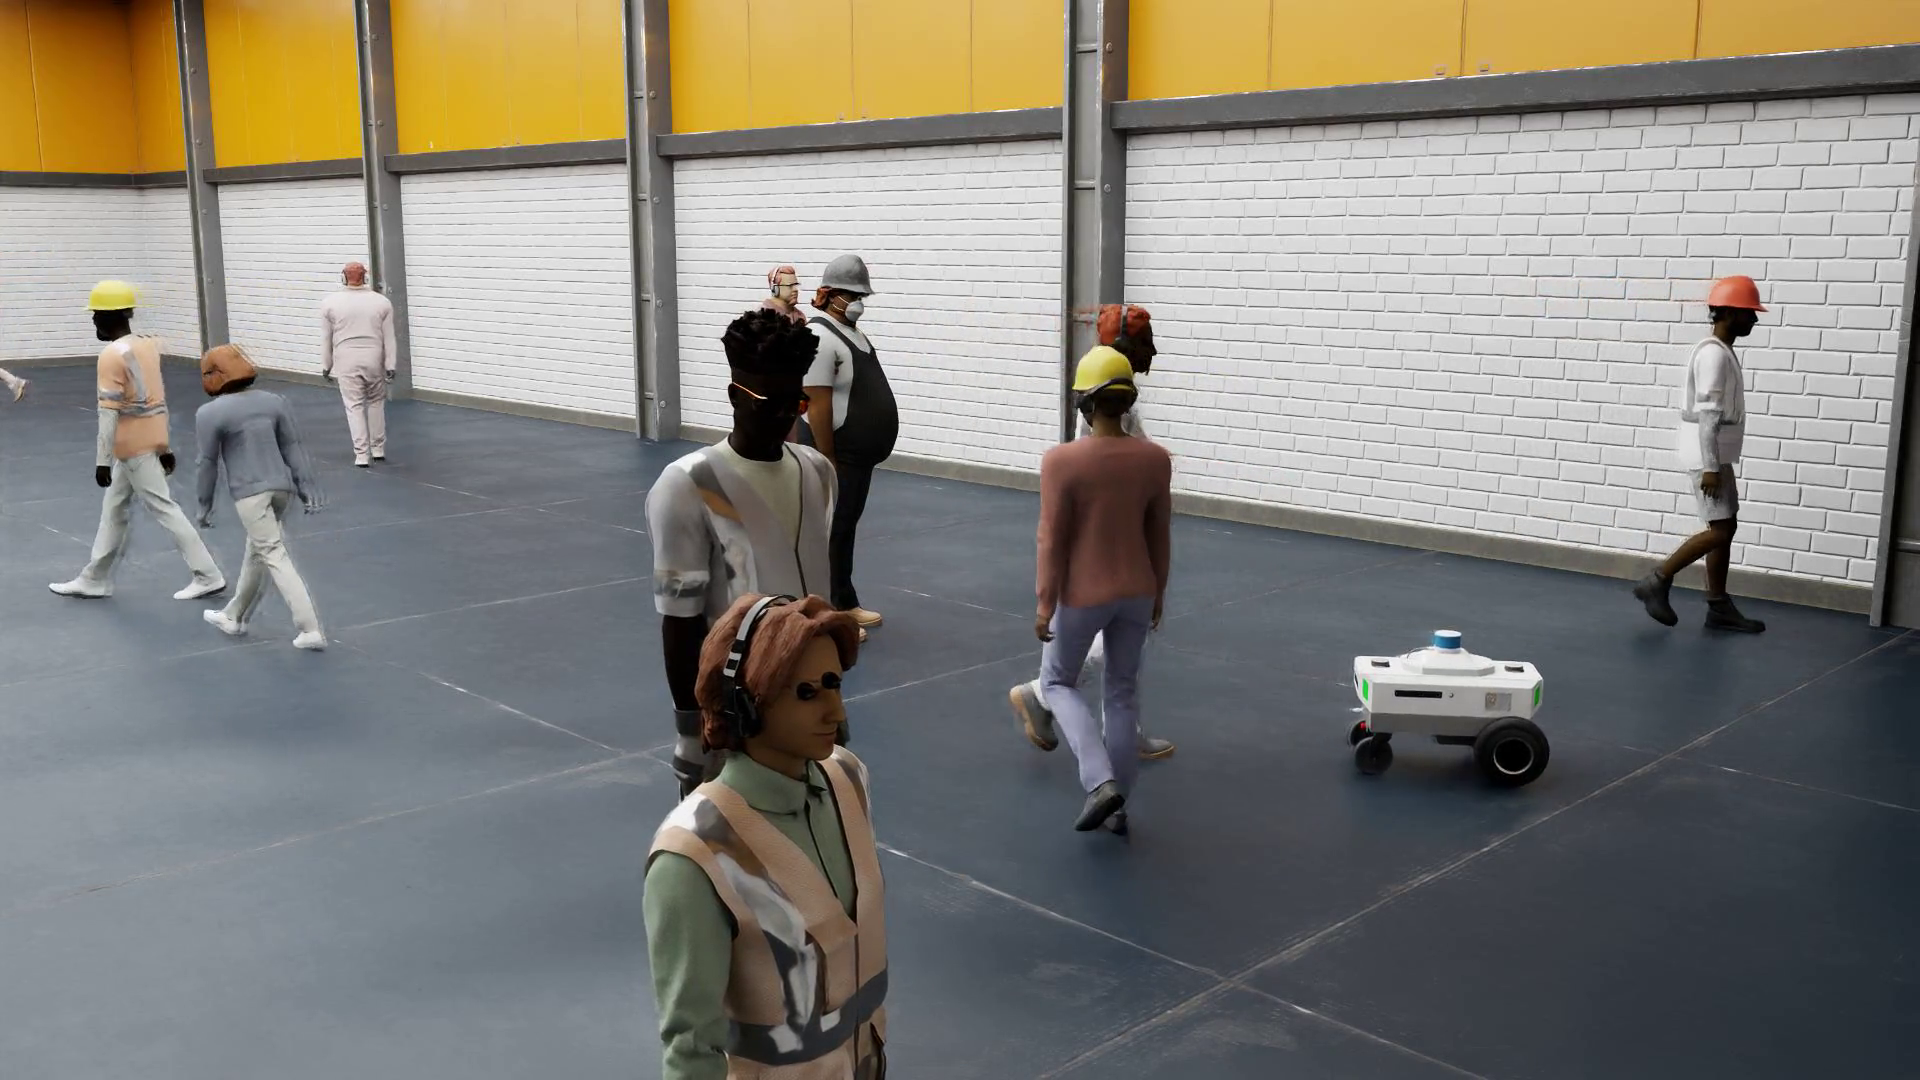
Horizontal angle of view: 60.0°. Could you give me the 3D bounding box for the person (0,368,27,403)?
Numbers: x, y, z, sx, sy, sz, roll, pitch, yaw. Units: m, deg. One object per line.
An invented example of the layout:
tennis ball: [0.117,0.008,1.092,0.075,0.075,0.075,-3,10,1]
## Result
person: [-11.931,-2.556,20.294,0.725,1.964,0.655,-5,12,-28]

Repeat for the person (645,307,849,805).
person: [-0.497,0.406,4.159,0.389,1.957,0.607,7,13,35]

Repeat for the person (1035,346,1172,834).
person: [0.504,0.196,5.867,0.543,1.750,0.391,-4,11,-23]

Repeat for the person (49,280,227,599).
person: [-4.815,-0.560,9.653,1.020,1.877,0.601,-1,10,-8]

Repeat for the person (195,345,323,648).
person: [-3.672,-0.222,8.633,0.919,1.560,0.504,5,12,27]

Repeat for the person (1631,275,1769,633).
person: [4.021,-0.443,8.879,0.610,1.923,0.590,6,12,30]

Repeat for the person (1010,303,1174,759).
person: [0.557,-0.009,6.668,0.573,1.866,0.596,1,10,3]

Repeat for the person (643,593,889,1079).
person: [-0.265,0.879,2.445,0.306,1.639,0.524,4,11,23]

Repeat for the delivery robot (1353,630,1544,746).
delivery robot: [1.937,0.605,6.644,0.707,0.478,0.477,2,10,9]

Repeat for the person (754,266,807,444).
person: [-1.291,-1.060,12.291,0.400,1.910,0.643,6,12,28]

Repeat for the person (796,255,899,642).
person: [-0.591,-0.496,8.848,0.536,2.000,0.676,2,11,13]

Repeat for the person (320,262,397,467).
person: [-5.616,-1.640,15.512,0.654,1.877,0.797,-5,12,-27]
